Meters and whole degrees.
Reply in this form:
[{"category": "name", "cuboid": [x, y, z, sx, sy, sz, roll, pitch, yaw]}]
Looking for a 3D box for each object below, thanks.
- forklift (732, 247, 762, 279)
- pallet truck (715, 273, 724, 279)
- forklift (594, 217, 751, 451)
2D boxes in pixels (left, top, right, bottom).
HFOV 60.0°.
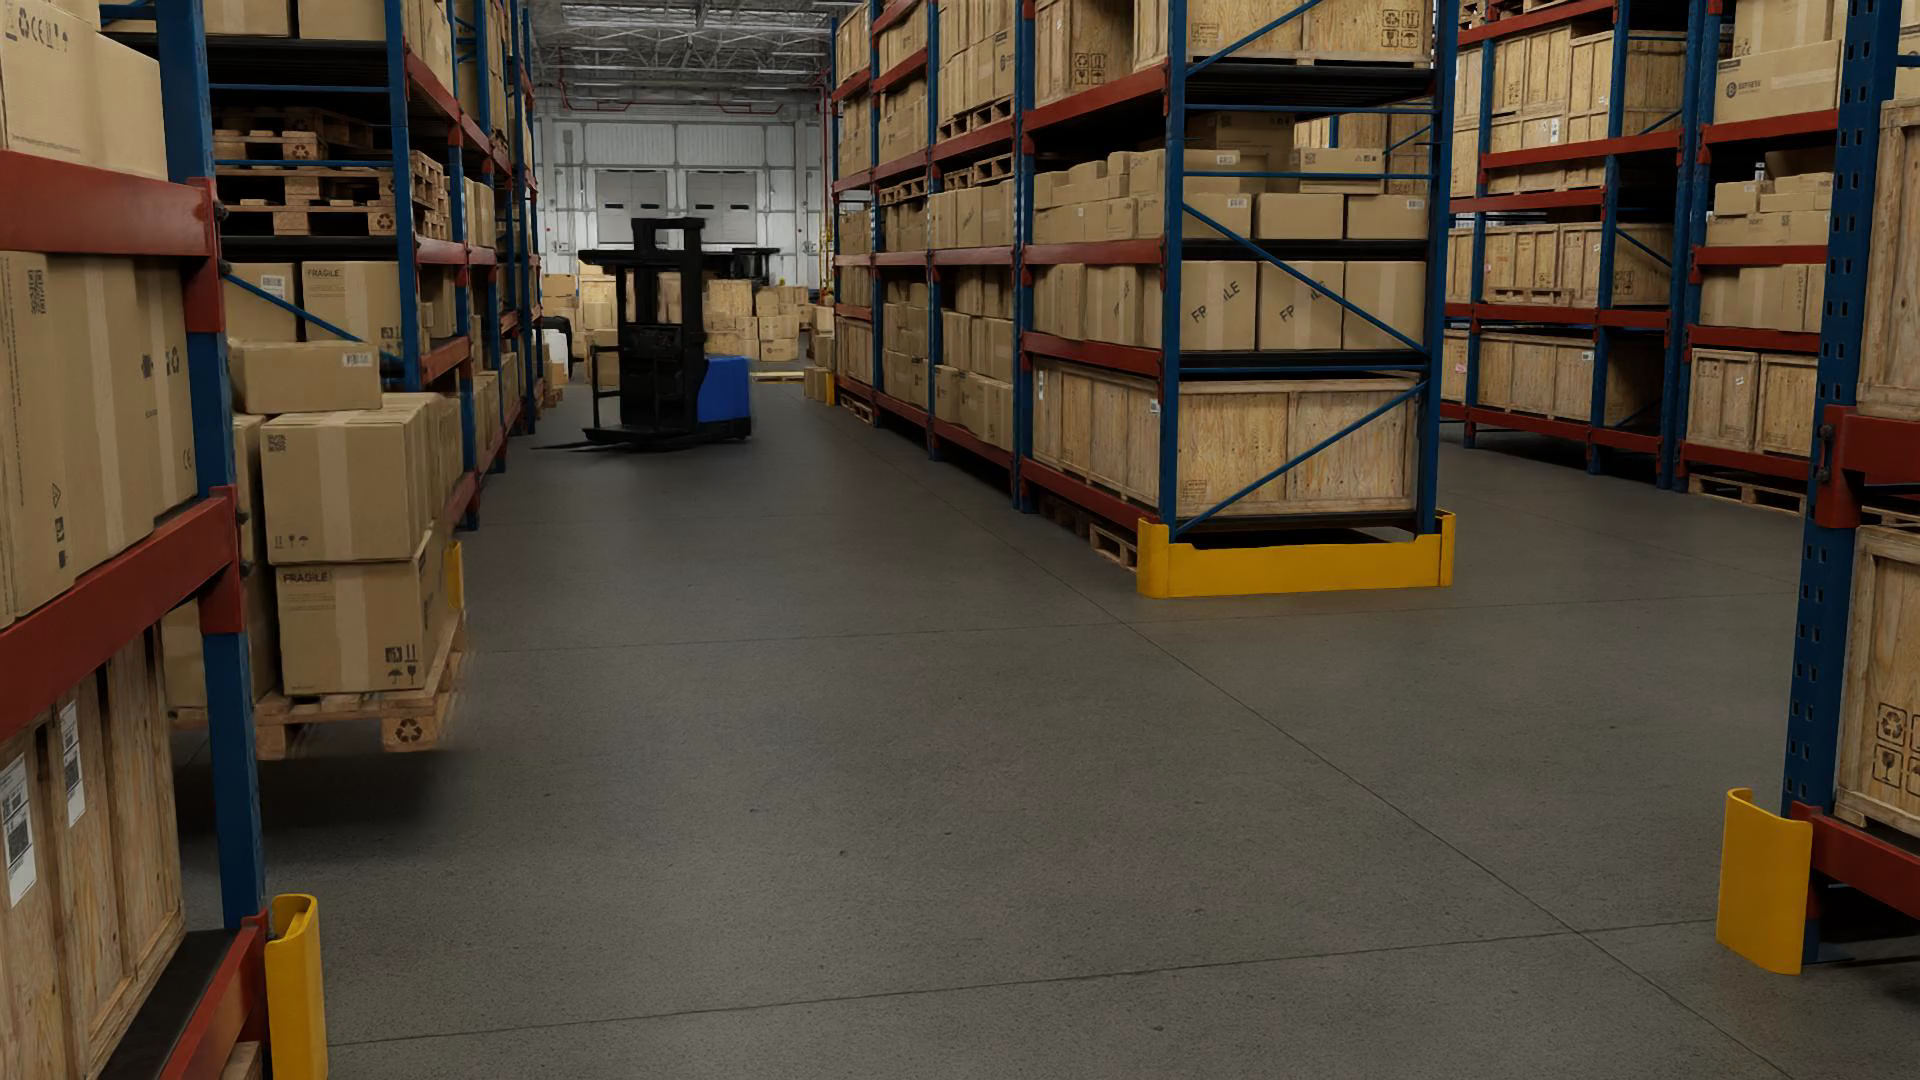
[{"category": "forklift", "cuboid": [-6.596, -7.703, 51.773, 1.129, 2.768, 1.873, -8, 12, -39]}, {"category": "pallet truck", "cuboid": [-8.580, -8.986, 62.280, 1.885, 1.965, 0.823, 1, 9, 5]}, {"category": "forklift", "cuboid": [-3.579, -2.588, 20.596, 1.129, 2.768, 1.873, 6, 11, 32]}]
